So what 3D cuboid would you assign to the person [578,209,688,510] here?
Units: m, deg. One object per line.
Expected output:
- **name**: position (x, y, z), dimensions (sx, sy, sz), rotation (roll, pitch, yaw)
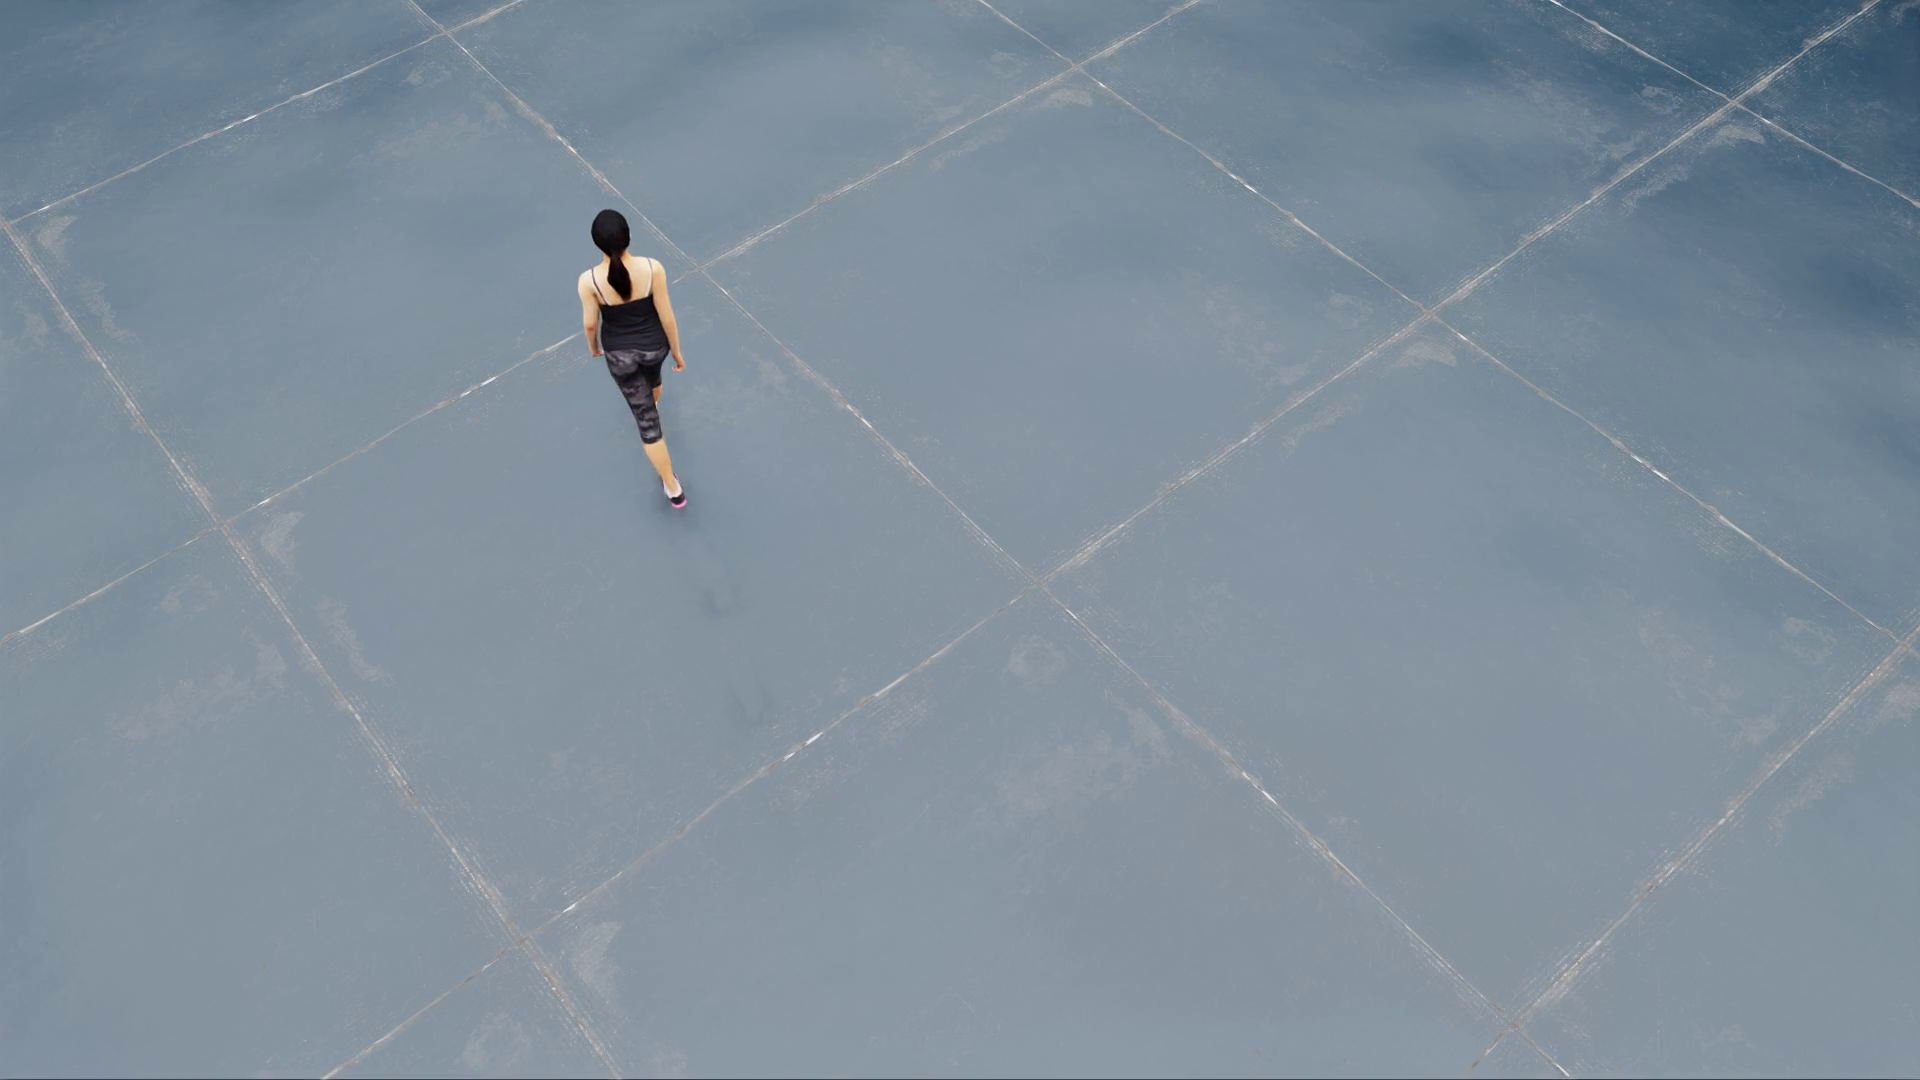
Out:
- **person**: position (-1.560, -0.836, 8.124), dimensions (1.134, 1.684, 0.912), rotation (-16, 54, -12)
